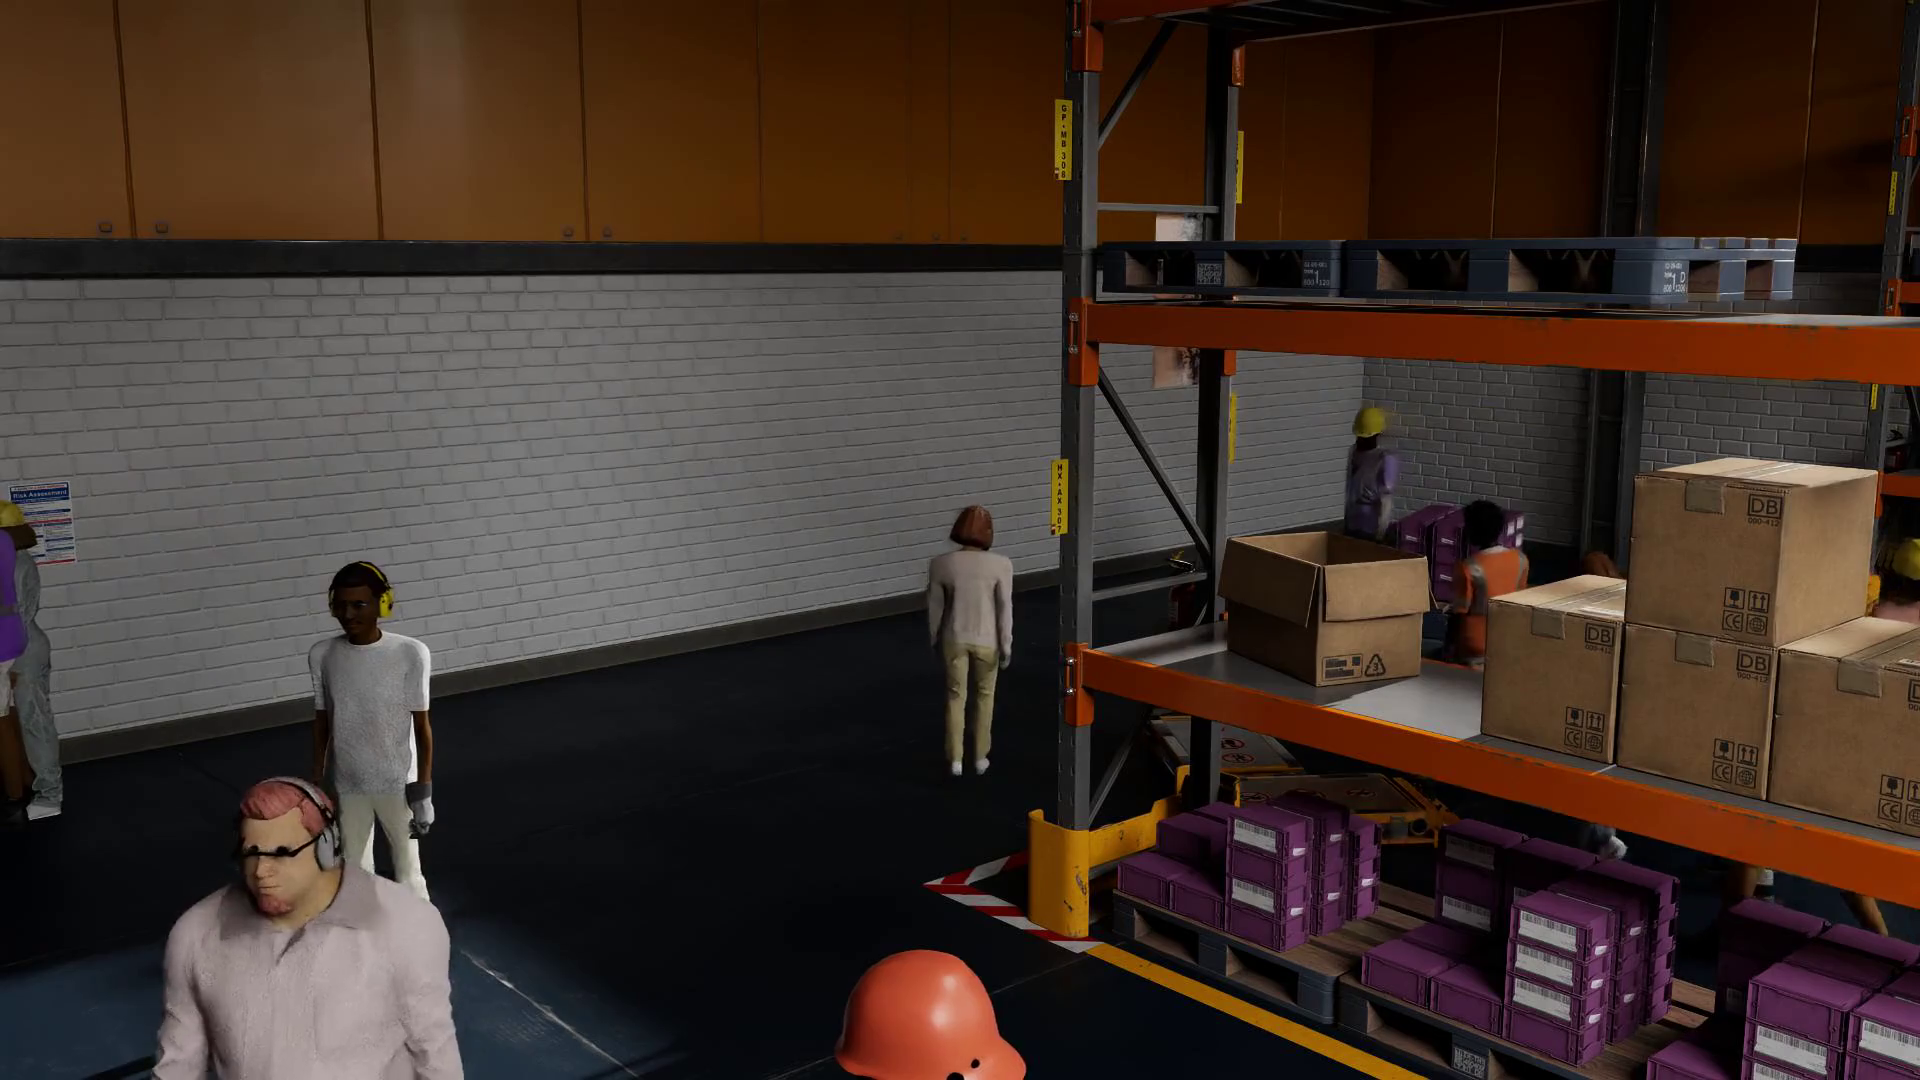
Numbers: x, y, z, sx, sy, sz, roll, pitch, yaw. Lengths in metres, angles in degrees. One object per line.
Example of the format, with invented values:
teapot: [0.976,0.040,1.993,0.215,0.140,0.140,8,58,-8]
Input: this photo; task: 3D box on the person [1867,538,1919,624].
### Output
person: [4.452,0.818,8.015,0.530,1.736,0.557,-5,11,-25]

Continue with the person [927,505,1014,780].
person: [0.057,0.602,9.615,0.516,1.610,0.535,1,10,8]

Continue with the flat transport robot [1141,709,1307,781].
flat transport robot: [1.519,1.255,9.704,0.652,0.197,1.431,-1,10,-5]

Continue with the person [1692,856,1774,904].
person: [3.665,0.802,7.832,0.528,1.809,0.606,9,13,43]

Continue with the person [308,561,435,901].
person: [-2.330,0.994,6.598,0.509,1.859,0.331,1,10,4]

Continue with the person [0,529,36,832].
person: [-5.130,0.585,8.764,0.376,1.934,0.547,-2,10,-11]

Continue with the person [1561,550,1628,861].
person: [3.096,0.861,8.081,0.510,1.611,0.600,-2,10,-11]

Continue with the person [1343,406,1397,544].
person: [3.278,-0.130,13.130,0.633,1.879,0.626,-3,10,-17]

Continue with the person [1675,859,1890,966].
person: [3.519,0.936,6.875,0.540,1.899,0.931,-8,12,-38]

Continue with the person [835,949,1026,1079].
person: [-0.077,1.603,2.796,0.376,1.935,0.550,2,10,12]

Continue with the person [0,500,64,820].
person: [-5.103,0.643,9.008,0.316,1.741,0.487,-5,11,-27]

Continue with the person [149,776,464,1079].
person: [-1.520,1.465,3.812,0.677,1.862,0.935,0,10,0]

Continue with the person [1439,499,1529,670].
person: [2.977,0.583,9.519,0.558,1.672,0.405,-4,11,-24]

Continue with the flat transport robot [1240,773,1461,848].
flat transport robot: [1.883,1.424,8.714,1.431,0.197,0.652,-1,10,-5]
